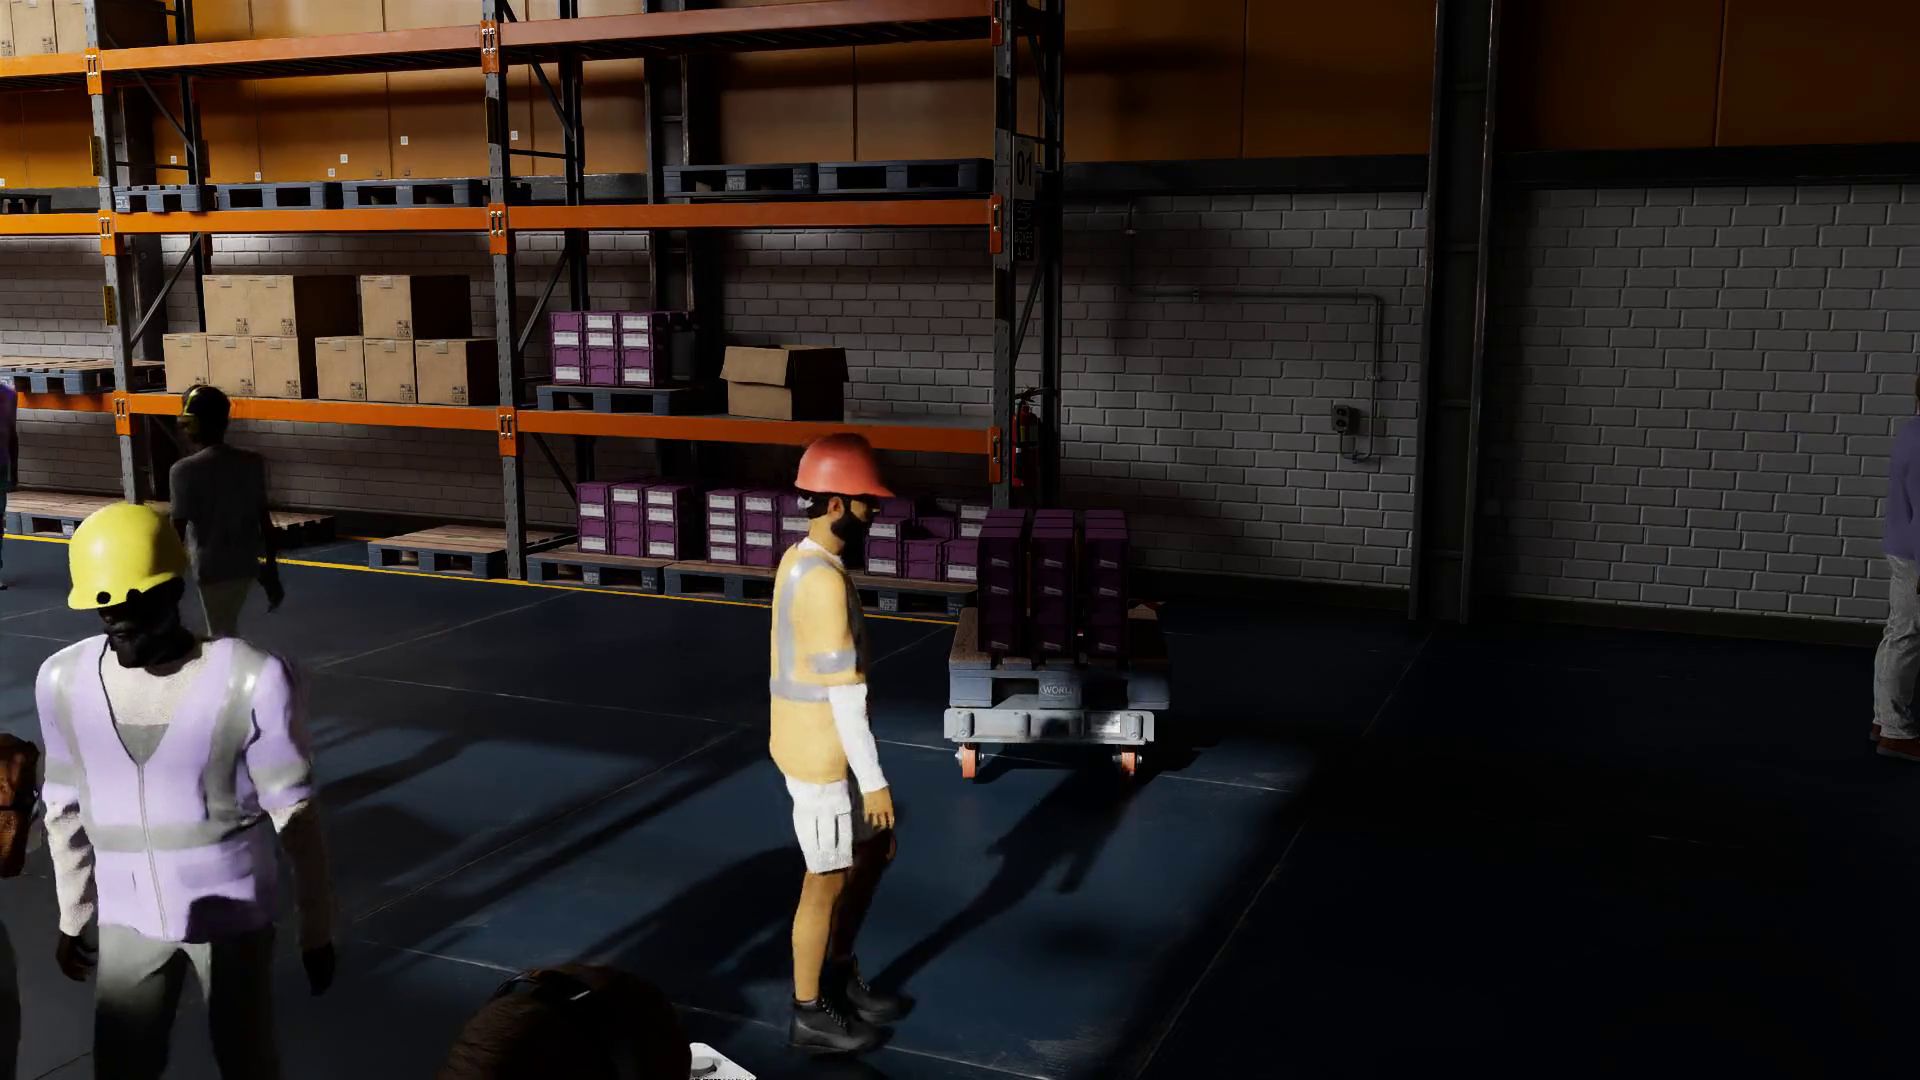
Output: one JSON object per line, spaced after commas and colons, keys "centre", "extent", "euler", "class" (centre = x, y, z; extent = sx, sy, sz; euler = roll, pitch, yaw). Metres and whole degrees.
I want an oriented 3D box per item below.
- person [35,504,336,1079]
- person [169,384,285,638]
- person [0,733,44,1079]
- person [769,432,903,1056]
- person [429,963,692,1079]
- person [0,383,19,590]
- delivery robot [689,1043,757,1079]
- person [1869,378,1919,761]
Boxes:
{"centre": [-1.773, 0.849, 3.807], "extent": [0.653, 1.901, 0.477], "euler": [0, 9, -3], "class": "person"}
{"centre": [-3.562, 0.190, 7.894], "extent": [0.611, 1.849, 0.562], "euler": [4, 10, 22], "class": "person"}
{"centre": [-1.900, 1.132, 2.997], "extent": [0.626, 1.600, 0.544], "euler": [-5, 11, -28], "class": "person"}
{"centre": [-0.319, 0.635, 5.026], "extent": [0.511, 1.919, 0.556], "euler": [-1, 10, -5], "class": "person"}
{"centre": [-0.319, 1.255, 1.546], "extent": [0.517, 1.842, 0.325], "euler": [4, 10, 22], "class": "person"}
{"centre": [-7.306, -0.540, 12.365], "extent": [0.542, 1.817, 0.611], "euler": [7, 12, 37], "class": "person"}
{"centre": [-0.840, 1.443, 3.989], "extent": [0.707, 0.478, 0.477], "euler": [-8, 13, -40], "class": "delivery robot"}
{"centre": [4.720, 0.103, 8.159], "extent": [0.358, 1.938, 0.636], "euler": [4, 10, 24], "class": "person"}
